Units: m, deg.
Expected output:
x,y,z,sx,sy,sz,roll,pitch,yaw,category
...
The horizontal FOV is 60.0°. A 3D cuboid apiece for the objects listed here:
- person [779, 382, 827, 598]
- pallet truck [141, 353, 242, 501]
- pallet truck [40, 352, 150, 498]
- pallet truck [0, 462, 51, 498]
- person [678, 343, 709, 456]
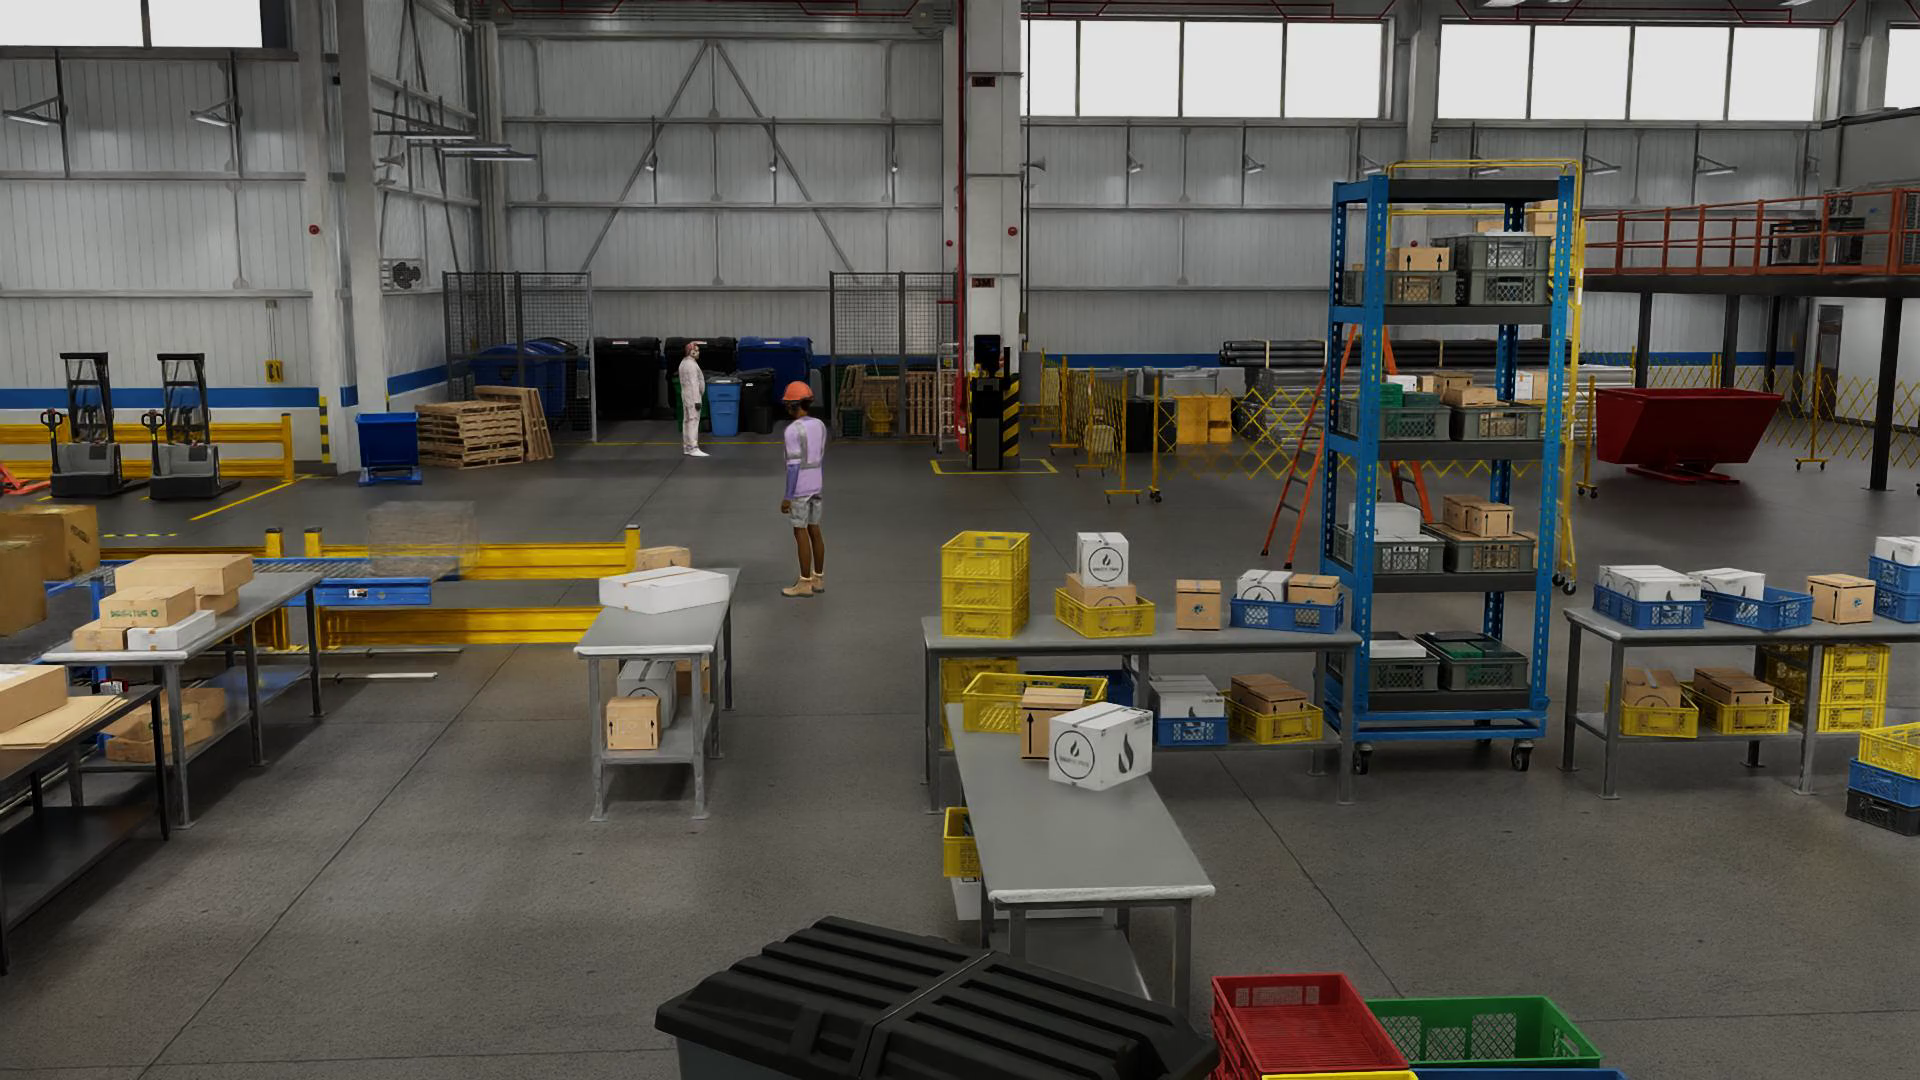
x,y,z,sx,sy,sz,roll,pitch,yaw,category
-1.503,-0.471,15.695,0.392,2.034,0.605,4,10,25,person
-10.520,-1.604,22.925,0.823,1.965,1.885,-1,9,-6,pallet truck
-11.907,-1.642,23.165,0.823,1.965,1.885,0,9,0,pallet truck
-13.193,-1.293,23.148,0.653,1.274,1.630,-1,9,-4,pallet truck
-4.478,-2.355,27.926,0.409,1.909,0.640,-5,10,-27,person
